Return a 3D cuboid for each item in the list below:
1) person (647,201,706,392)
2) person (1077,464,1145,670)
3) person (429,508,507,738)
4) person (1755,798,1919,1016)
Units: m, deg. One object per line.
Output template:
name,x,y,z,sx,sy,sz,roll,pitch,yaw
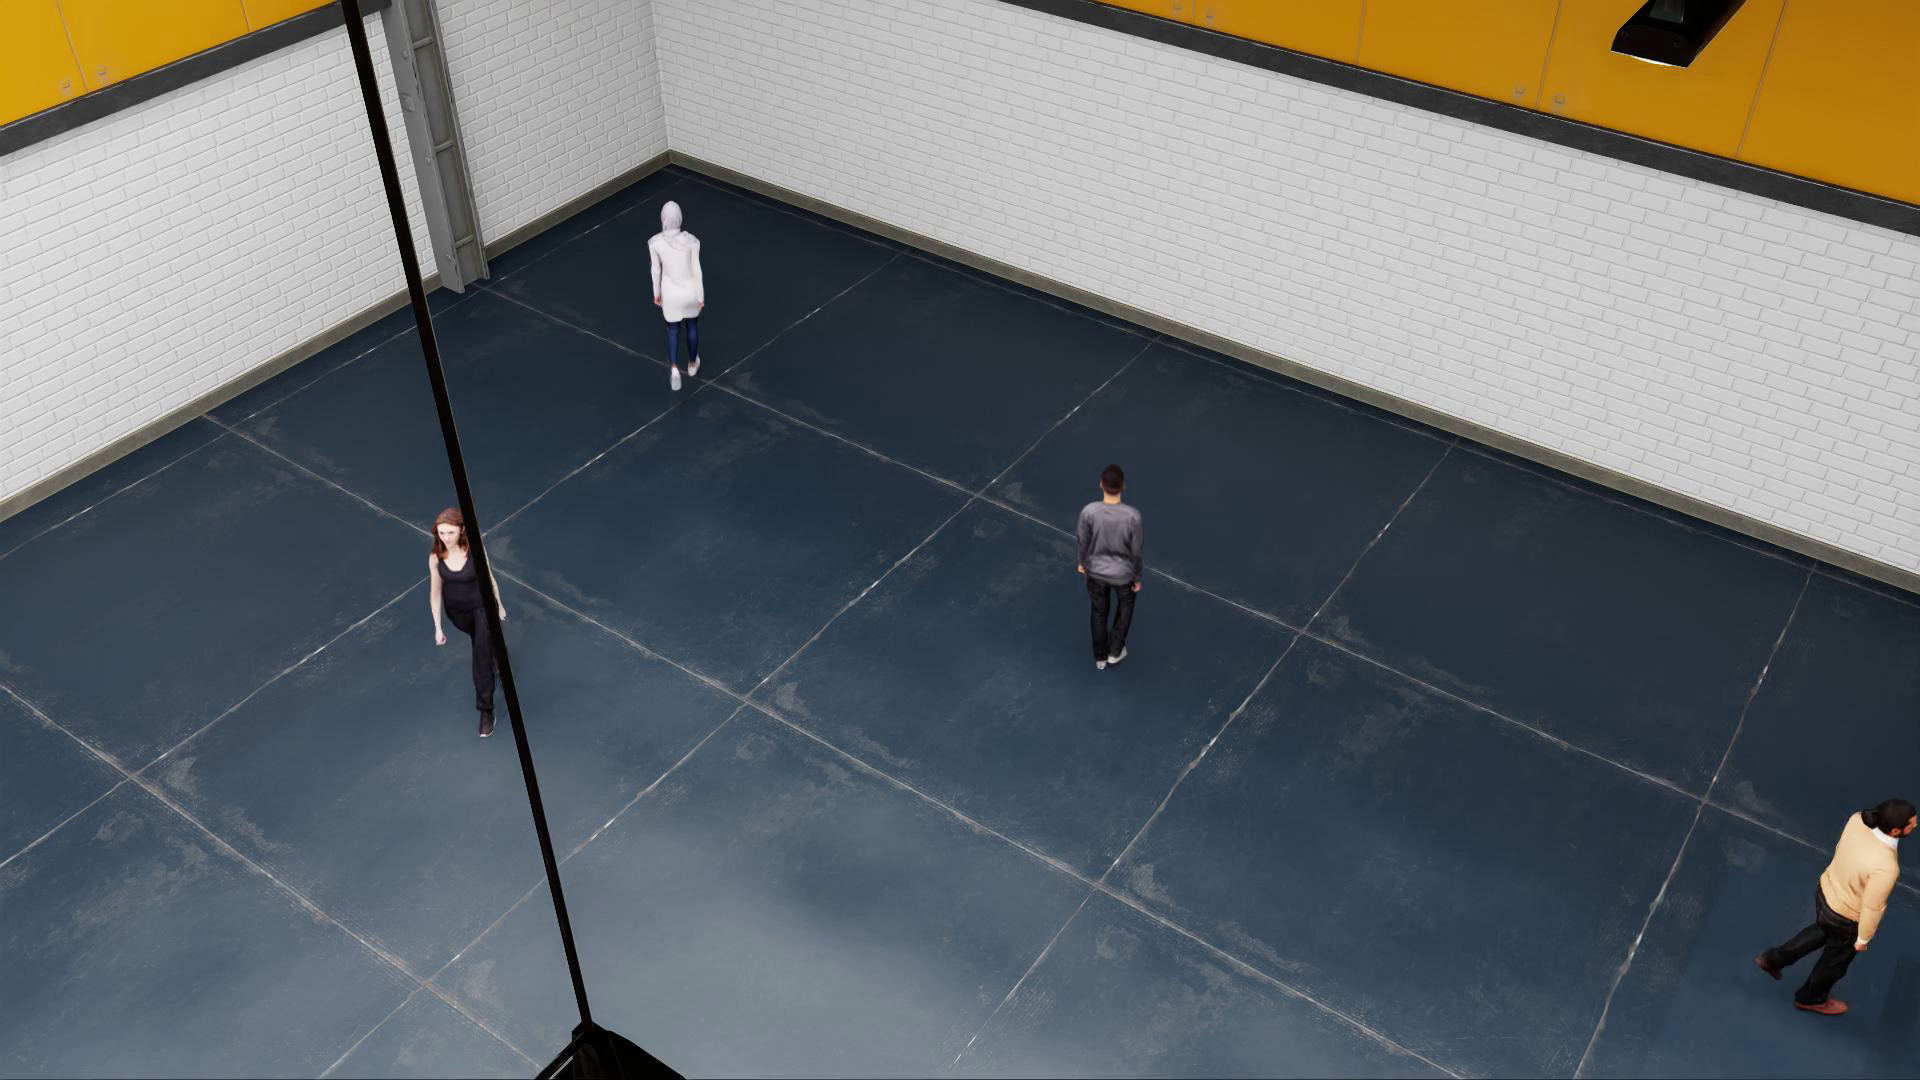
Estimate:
person,-2.491,-2.123,14.760,0.959,1.758,1.077,-1,39,-1
person,1.057,0.260,11.778,0.724,1.756,0.718,8,39,10
person,-3.399,0.430,11.614,1.056,1.695,1.218,-1,39,-1
person,4.990,2.085,9.502,0.932,1.745,0.885,2,39,3
